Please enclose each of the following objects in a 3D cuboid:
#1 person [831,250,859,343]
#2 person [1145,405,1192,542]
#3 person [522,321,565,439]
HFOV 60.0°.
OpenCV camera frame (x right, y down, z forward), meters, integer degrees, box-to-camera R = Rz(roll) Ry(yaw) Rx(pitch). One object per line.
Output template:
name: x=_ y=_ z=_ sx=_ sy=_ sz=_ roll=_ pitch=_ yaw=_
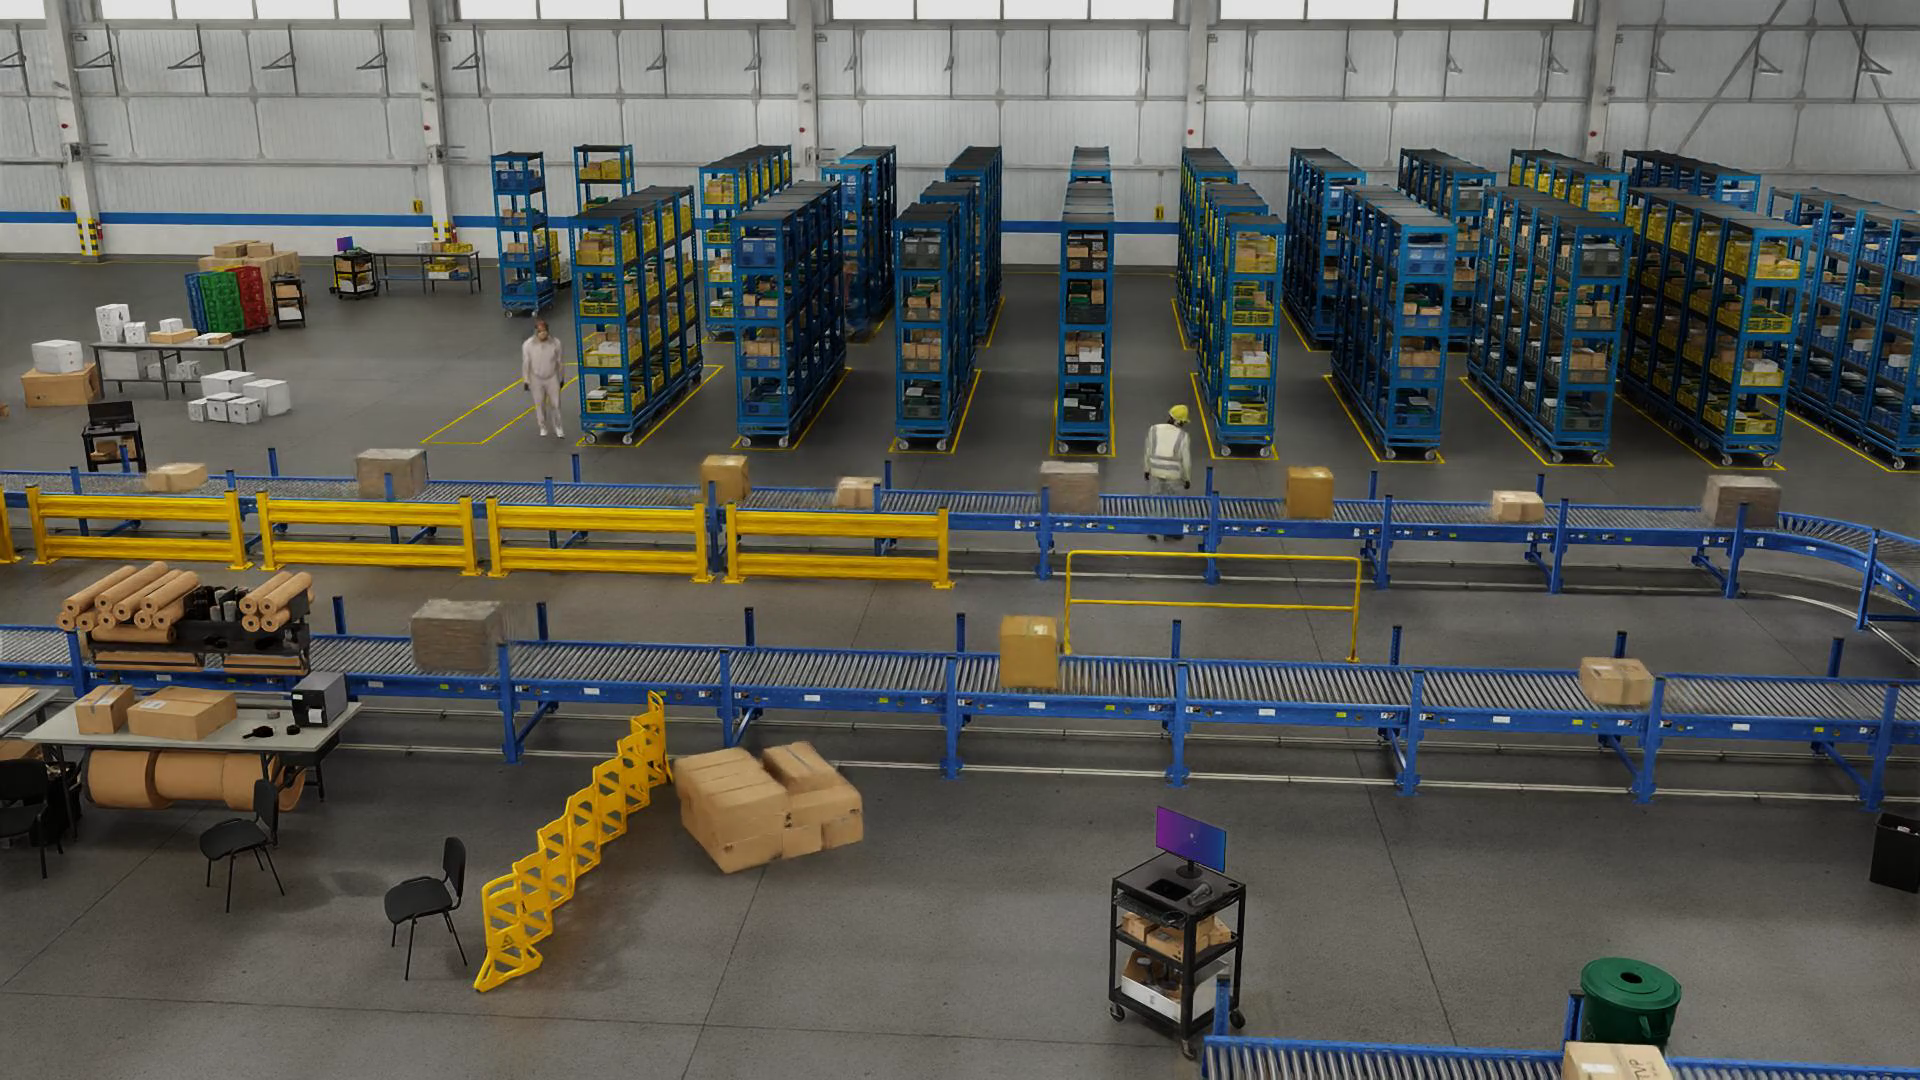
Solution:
person: x=-2.451 y=-4.961 z=34.059 sx=0.531 sy=1.979 sz=0.613 roll=-5 pitch=18 yaw=-15
person: x=2.656 y=-0.852 z=21.350 sx=0.636 sy=1.787 sz=0.485 roll=9 pitch=20 yaw=27
person: x=-6.638 y=-2.543 z=26.563 sx=0.668 sy=1.881 sz=0.775 roll=-5 pitch=18 yaw=-15
